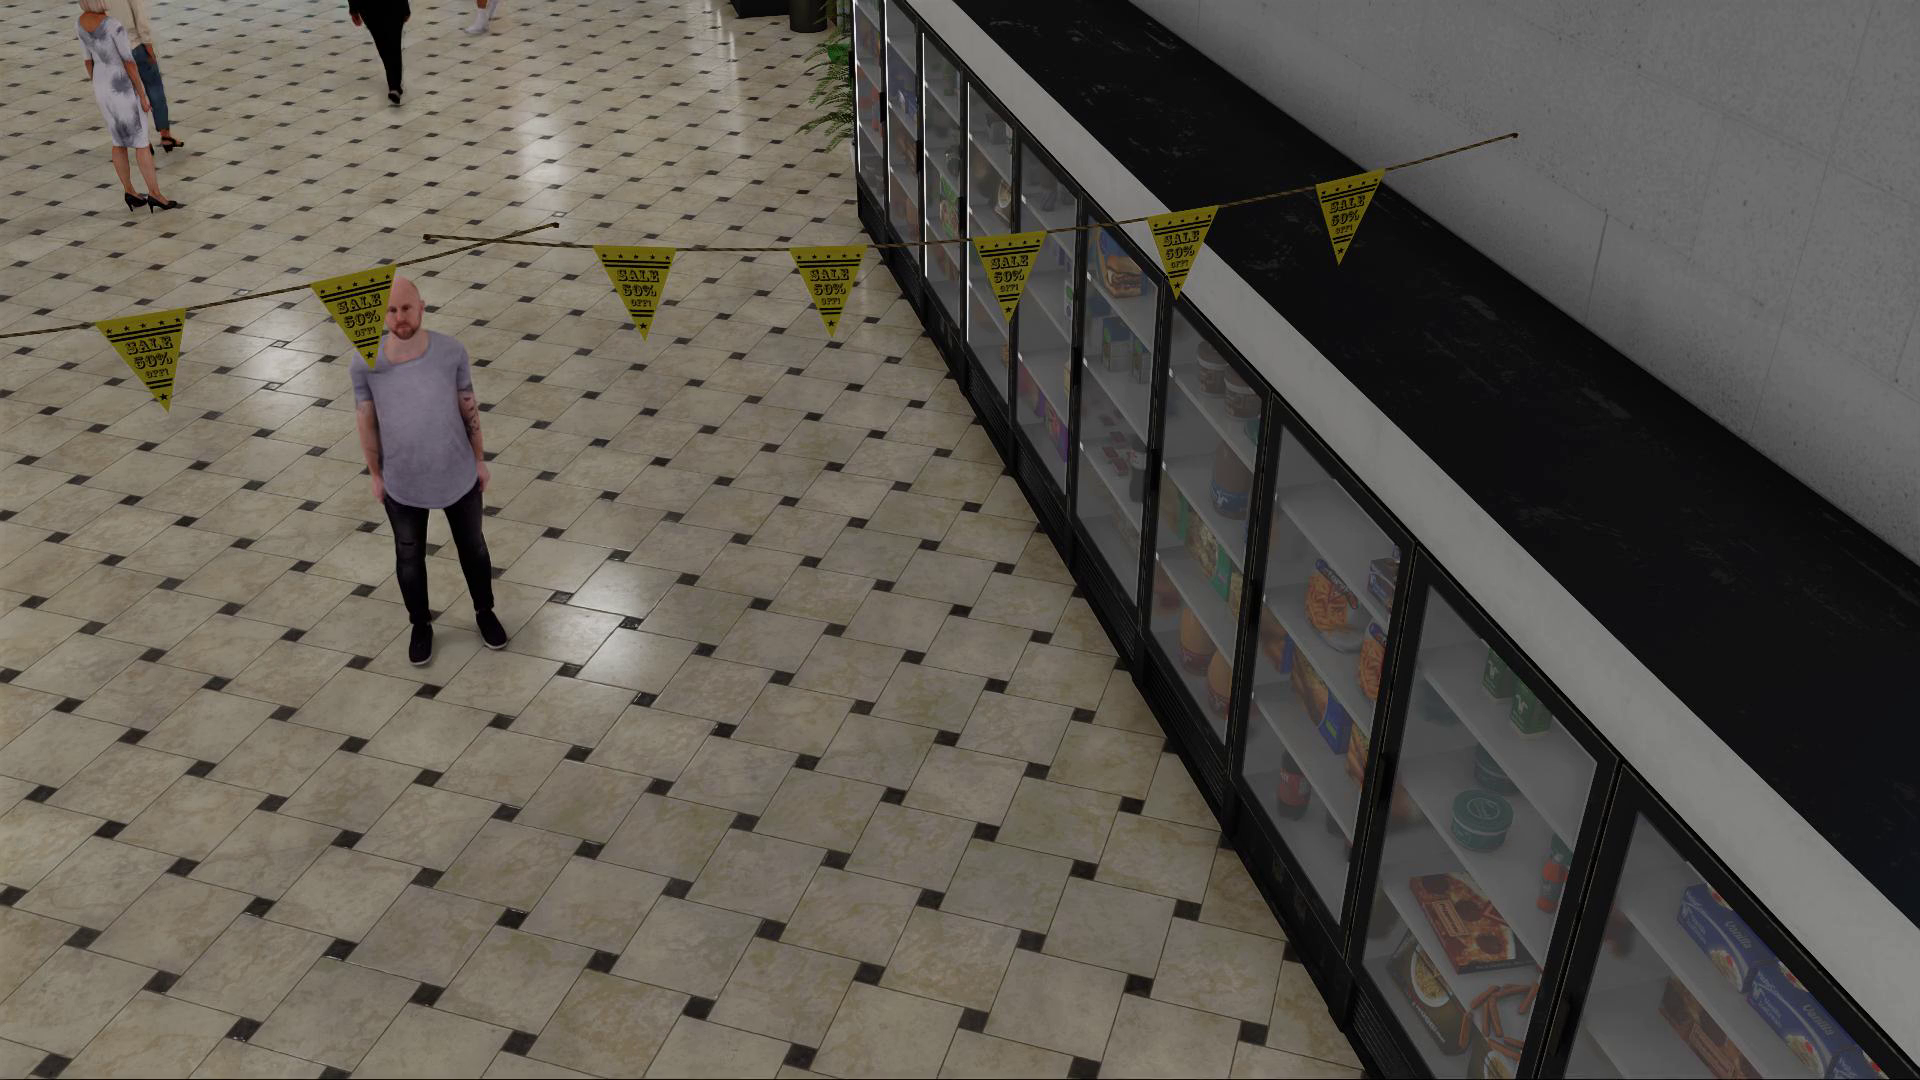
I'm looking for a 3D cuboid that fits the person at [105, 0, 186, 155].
[{"bbox_3d":[-6.696,-3.913,13.378,0.609,1.649,0.785,4,32,7],"label":"person"}]

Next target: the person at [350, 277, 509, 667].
[{"bbox_3d":[-2.364,-0.313,7.413,0.548,1.837,0.744,-11,34,-17],"label":"person"}]

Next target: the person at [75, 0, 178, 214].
[{"bbox_3d":[-6.214,-3.291,12.282,0.598,1.750,0.704,8,33,13],"label":"person"}]

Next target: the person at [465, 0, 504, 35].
[{"bbox_3d":[-4.811,-5.986,16.596,0.926,1.768,0.998,19,37,28],"label":"person"}]

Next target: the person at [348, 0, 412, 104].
[{"bbox_3d":[-5.118,-4.708,14.736,1.098,1.562,0.825,-3,32,-5],"label":"person"}]
